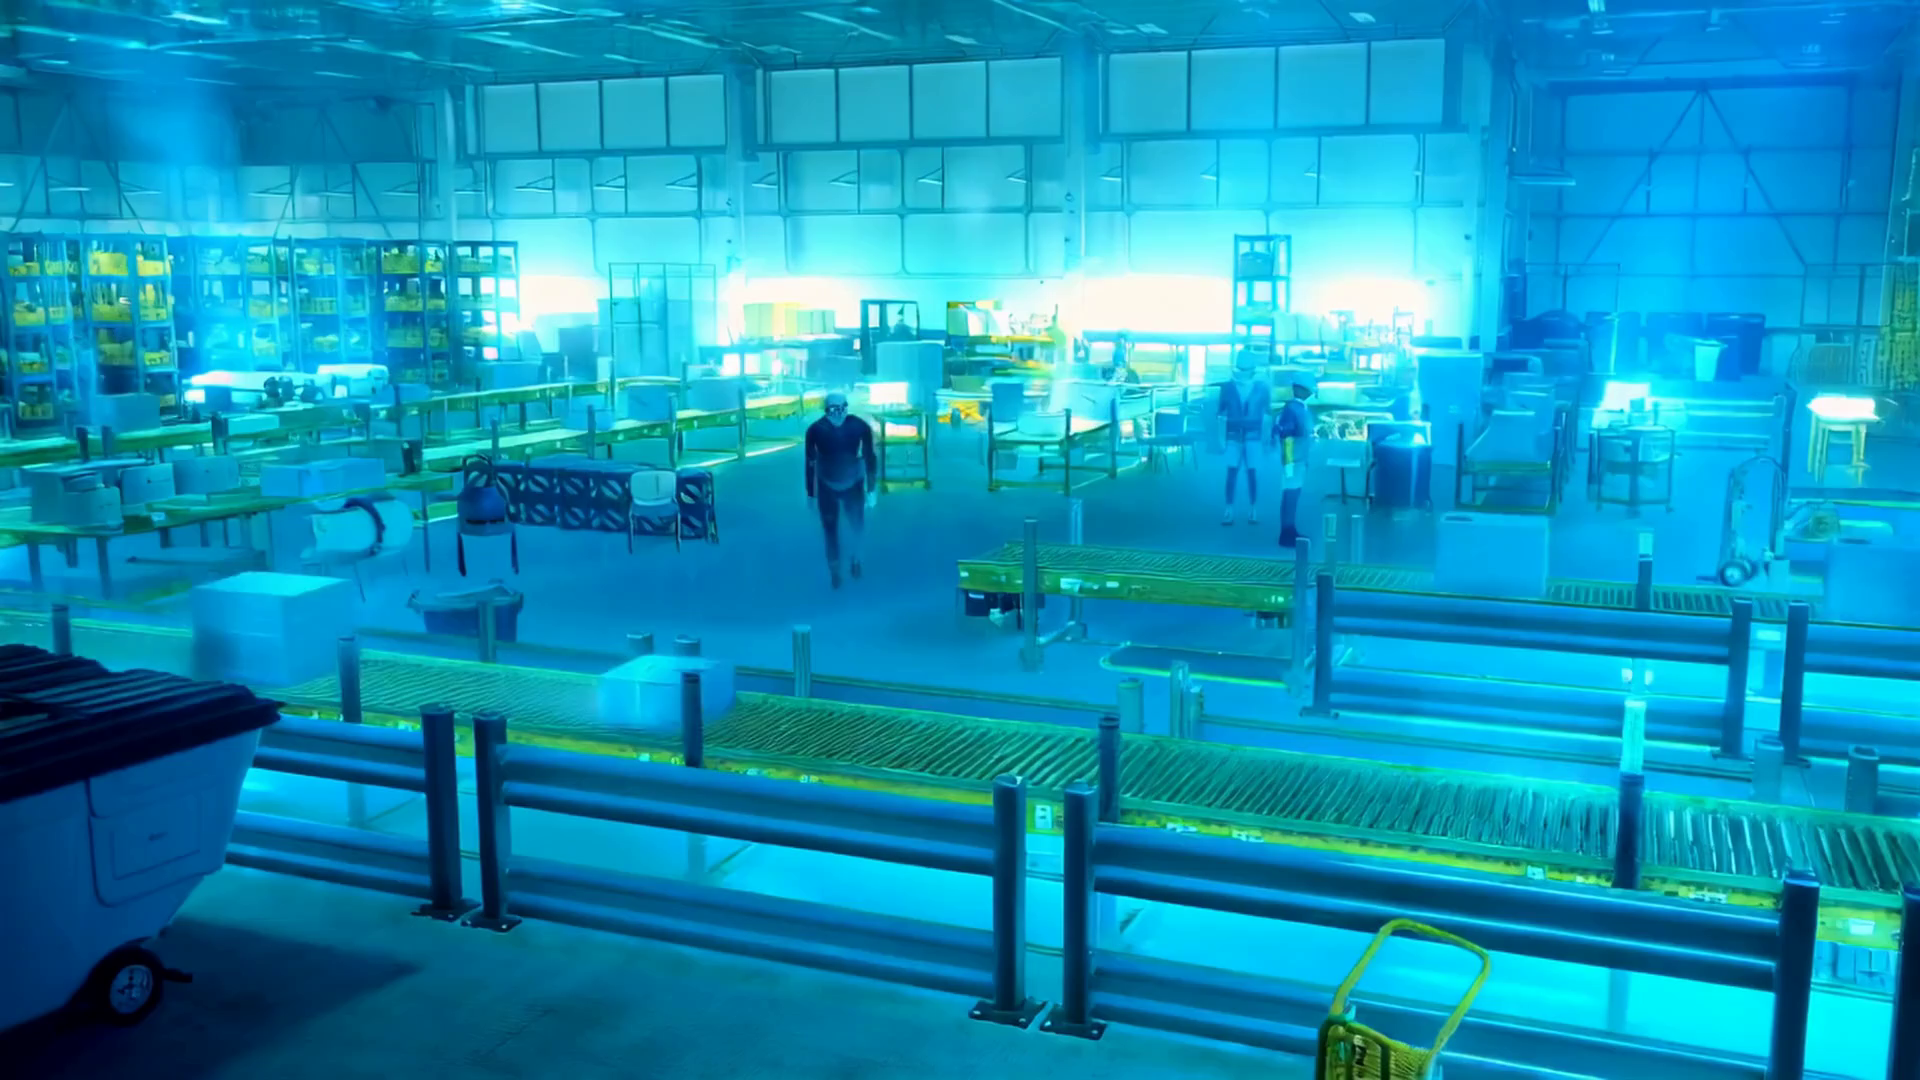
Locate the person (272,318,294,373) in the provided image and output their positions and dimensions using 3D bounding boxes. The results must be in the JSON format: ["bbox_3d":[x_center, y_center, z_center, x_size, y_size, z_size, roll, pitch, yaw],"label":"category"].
[{"bbox_3d":[-14.927,-3.957,36.541,0.908,1.962,0.623,3,10,18],"label":"person"}]

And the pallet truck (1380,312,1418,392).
[{"bbox_3d":[10.207,-4.283,38.369,0.823,1.965,1.885,3,10,20],"label":"pallet truck"}]

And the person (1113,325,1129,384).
[{"bbox_3d":[3.546,-3.759,35.942,0.599,1.745,0.543,-2,10,-10],"label":"person"}]

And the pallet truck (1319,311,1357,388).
[{"bbox_3d":[9.071,-4.419,39.190,0.823,1.965,1.885,5,10,26],"label":"pallet truck"}]

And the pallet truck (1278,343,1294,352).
[{"bbox_3d":[7.886,-4.163,39.743,0.653,1.274,1.630,4,10,22],"label":"pallet truck"}]

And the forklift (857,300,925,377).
[{"bbox_3d":[-1.732,-5.109,42.468,1.157,1.987,2.680,4,10,22],"label":"forklift"}]

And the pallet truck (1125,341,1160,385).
[{"bbox_3d":[4.445,-4.380,41.279,0.680,1.201,1.601,4,10,22],"label":"pallet truck"}]

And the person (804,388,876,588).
[{"bbox_3d":[-1.133,-0.491,15.696,0.681,1.892,0.424,0,9,-1],"label":"person"}]

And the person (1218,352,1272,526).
[{"bbox_3d":[3.313,-1.173,19.393,0.613,2.039,0.389,2,10,15],"label":"person"}]

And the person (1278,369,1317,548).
[{"bbox_3d":[3.656,-0.882,17.973,0.374,1.928,0.542,5,11,28],"label":"person"}]

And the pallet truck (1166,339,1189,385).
[{"bbox_3d":[5.418,-4.269,40.420,0.704,1.261,1.522,3,10,20],"label":"pallet truck"}]

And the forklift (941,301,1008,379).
[{"bbox_3d":[0.365,-4.966,41.571,1.157,1.987,2.680,3,10,20],"label":"forklift"}]

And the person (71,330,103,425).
[{"bbox_3d":[-16.677,-3.097,31.736,0.486,1.814,0.610,4,10,25],"label":"person"}]
